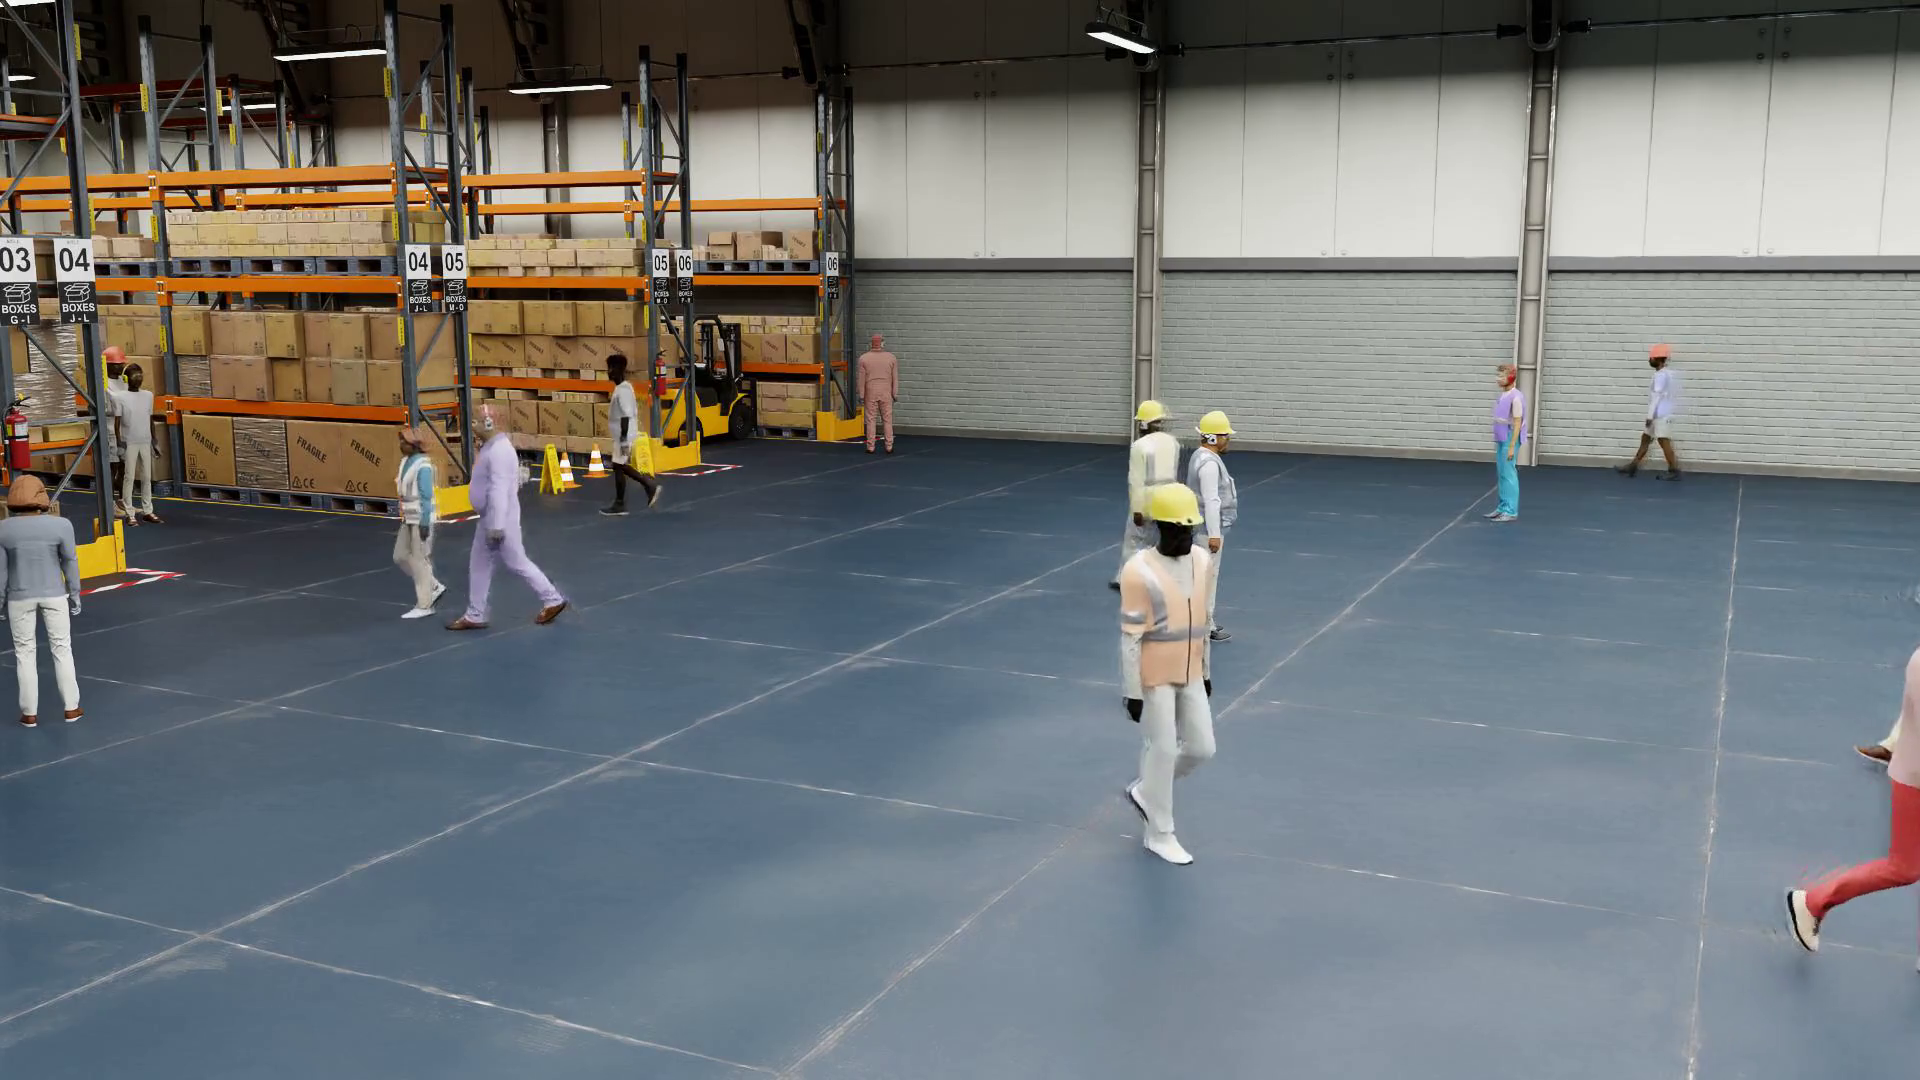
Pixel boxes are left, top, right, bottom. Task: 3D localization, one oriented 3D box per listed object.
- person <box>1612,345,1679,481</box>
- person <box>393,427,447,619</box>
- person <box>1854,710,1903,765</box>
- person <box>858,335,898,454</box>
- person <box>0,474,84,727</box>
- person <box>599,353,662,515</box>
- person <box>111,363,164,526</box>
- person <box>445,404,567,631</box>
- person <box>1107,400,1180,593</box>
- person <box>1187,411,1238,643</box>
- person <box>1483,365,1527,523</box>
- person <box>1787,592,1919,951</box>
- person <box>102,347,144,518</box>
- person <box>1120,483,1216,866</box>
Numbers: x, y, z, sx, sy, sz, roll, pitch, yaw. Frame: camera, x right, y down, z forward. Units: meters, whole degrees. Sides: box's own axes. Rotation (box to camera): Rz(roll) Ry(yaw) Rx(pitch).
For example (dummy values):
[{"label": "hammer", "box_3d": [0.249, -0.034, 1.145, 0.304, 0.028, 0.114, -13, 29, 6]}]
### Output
[{"label": "person", "box_3d": [9.671, -1.775, 23.259, 0.907, 1.889, 0.566, 5, 10, 26]}, {"label": "person", "box_3d": [-4.593, -0.146, 14.040, 0.365, 1.626, 0.534, -7, 12, -37]}, {"label": "person", "box_3d": [5.773, 0.586, 9.694, 0.857, 1.584, 0.517, 0, 9, -2]}, {"label": "person", "box_3d": [-1.315, -2.331, 26.623, 0.649, 1.904, 0.401, -2, 9, -10]}, {"label": "person", "box_3d": [-5.975, 0.390, 10.769, 0.507, 1.631, 0.280, -5, 11, -29]}, {"label": "person", "box_3d": [-3.984, -1.262, 19.928, 0.659, 1.953, 0.630, -1, 9, -8]}, {"label": "person", "box_3d": [-9.480, -1.102, 19.179, 0.329, 1.877, 0.511, 6, 11, 32]}, {"label": "person", "box_3d": [-3.727, -0.190, 13.634, 0.934, 1.863, 0.687, -4, 10, -25]}, {"label": "person", "box_3d": [1.731, -0.357, 14.887, 0.609, 1.789, 0.919, -7, 12, -38]}, {"label": "person", "box_3d": [2.000, -0.111, 13.228, 0.404, 1.830, 0.603, 0, 9, 0]}, {"label": "person", "box_3d": [6.406, -1.123, 19.430, 0.382, 1.834, 0.593, 0, 9, -1]}, {"label": "person", "box_3d": [3.928, 0.969, 6.891, 0.724, 1.742, 0.526, 8, 12, 39]}, {"label": "person", "box_3d": [-9.983, -1.273, 19.746, 0.403, 2.038, 0.604, 1, 9, 7]}, {"label": "person", "box_3d": [1.034, 0.653, 8.298, 0.611, 1.909, 0.458, -7, 12, -37]}]
